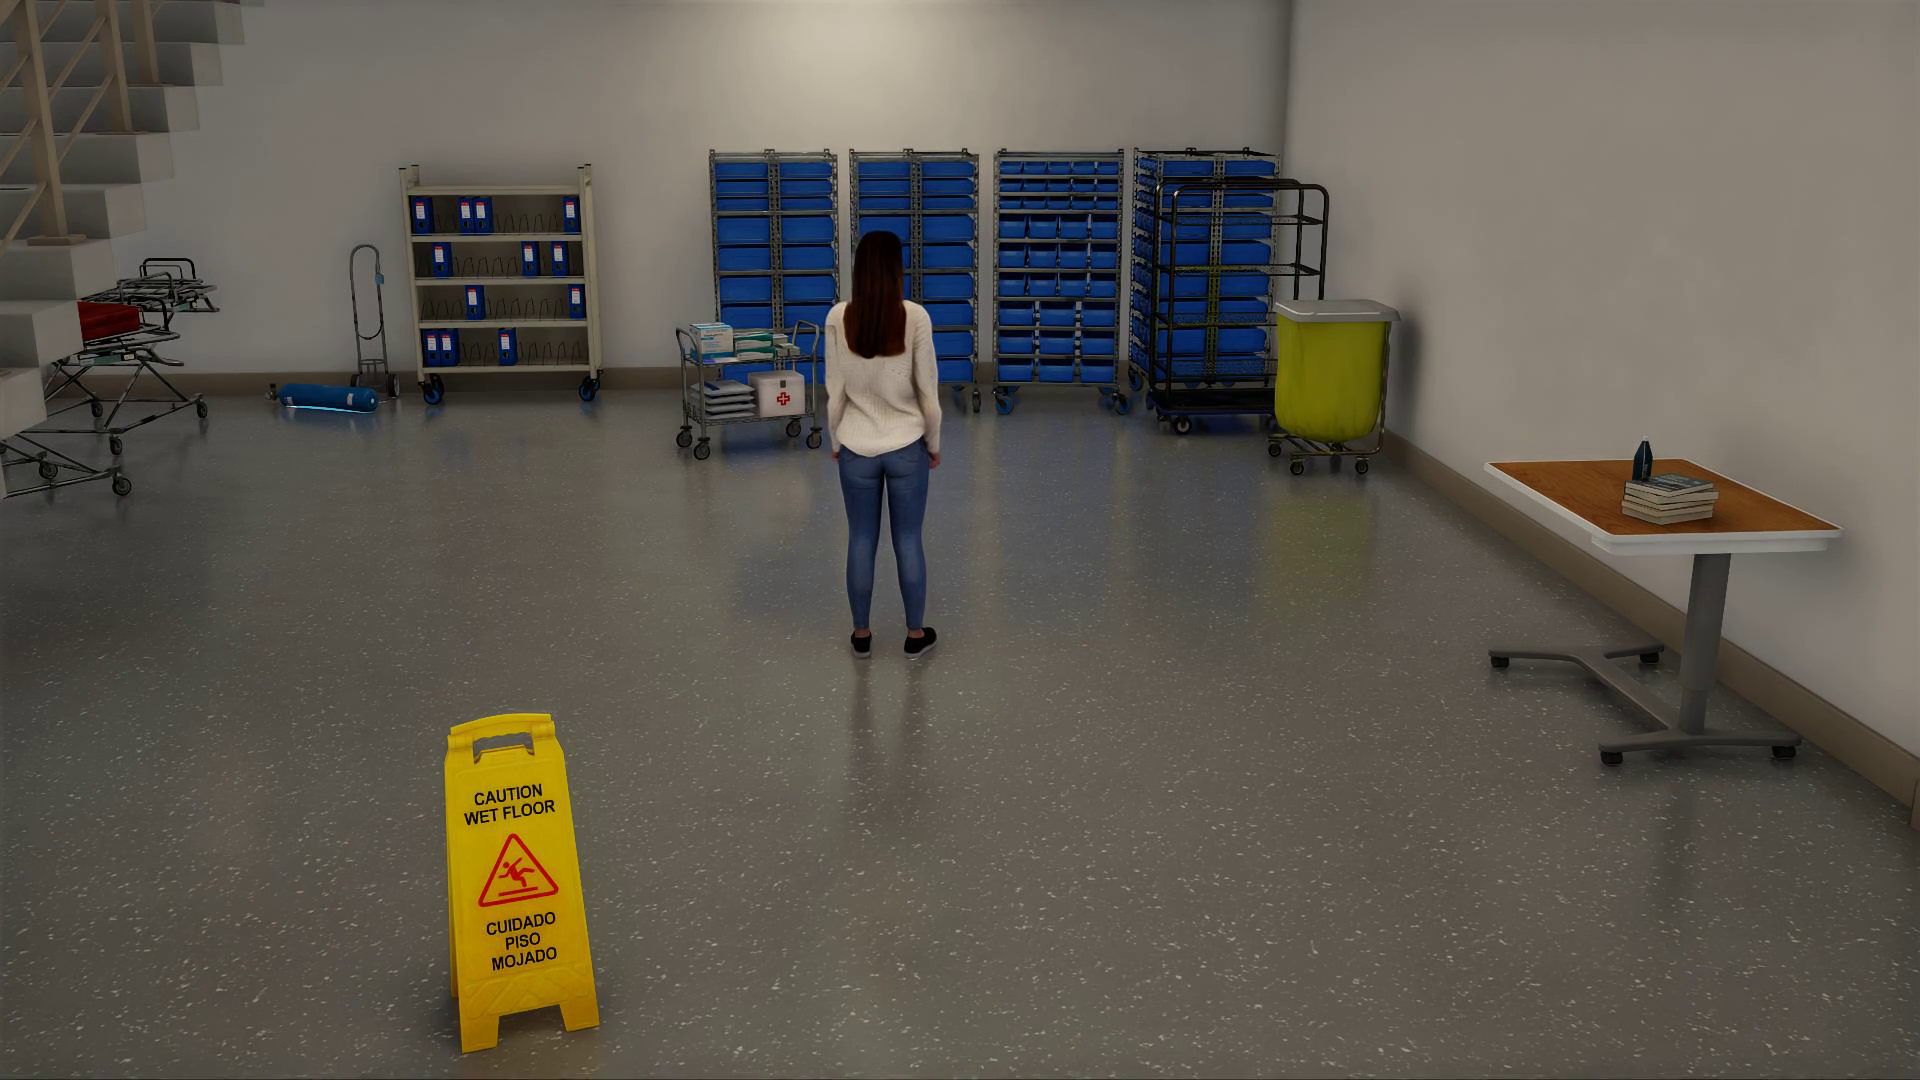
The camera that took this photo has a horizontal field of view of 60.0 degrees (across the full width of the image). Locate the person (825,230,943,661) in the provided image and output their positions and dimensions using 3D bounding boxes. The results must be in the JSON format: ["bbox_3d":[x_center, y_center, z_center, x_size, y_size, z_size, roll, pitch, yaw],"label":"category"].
[{"bbox_3d":[-0.297,-0.363,6.521,0.657,1.692,0.611,2,16,7],"label":"person"}]
